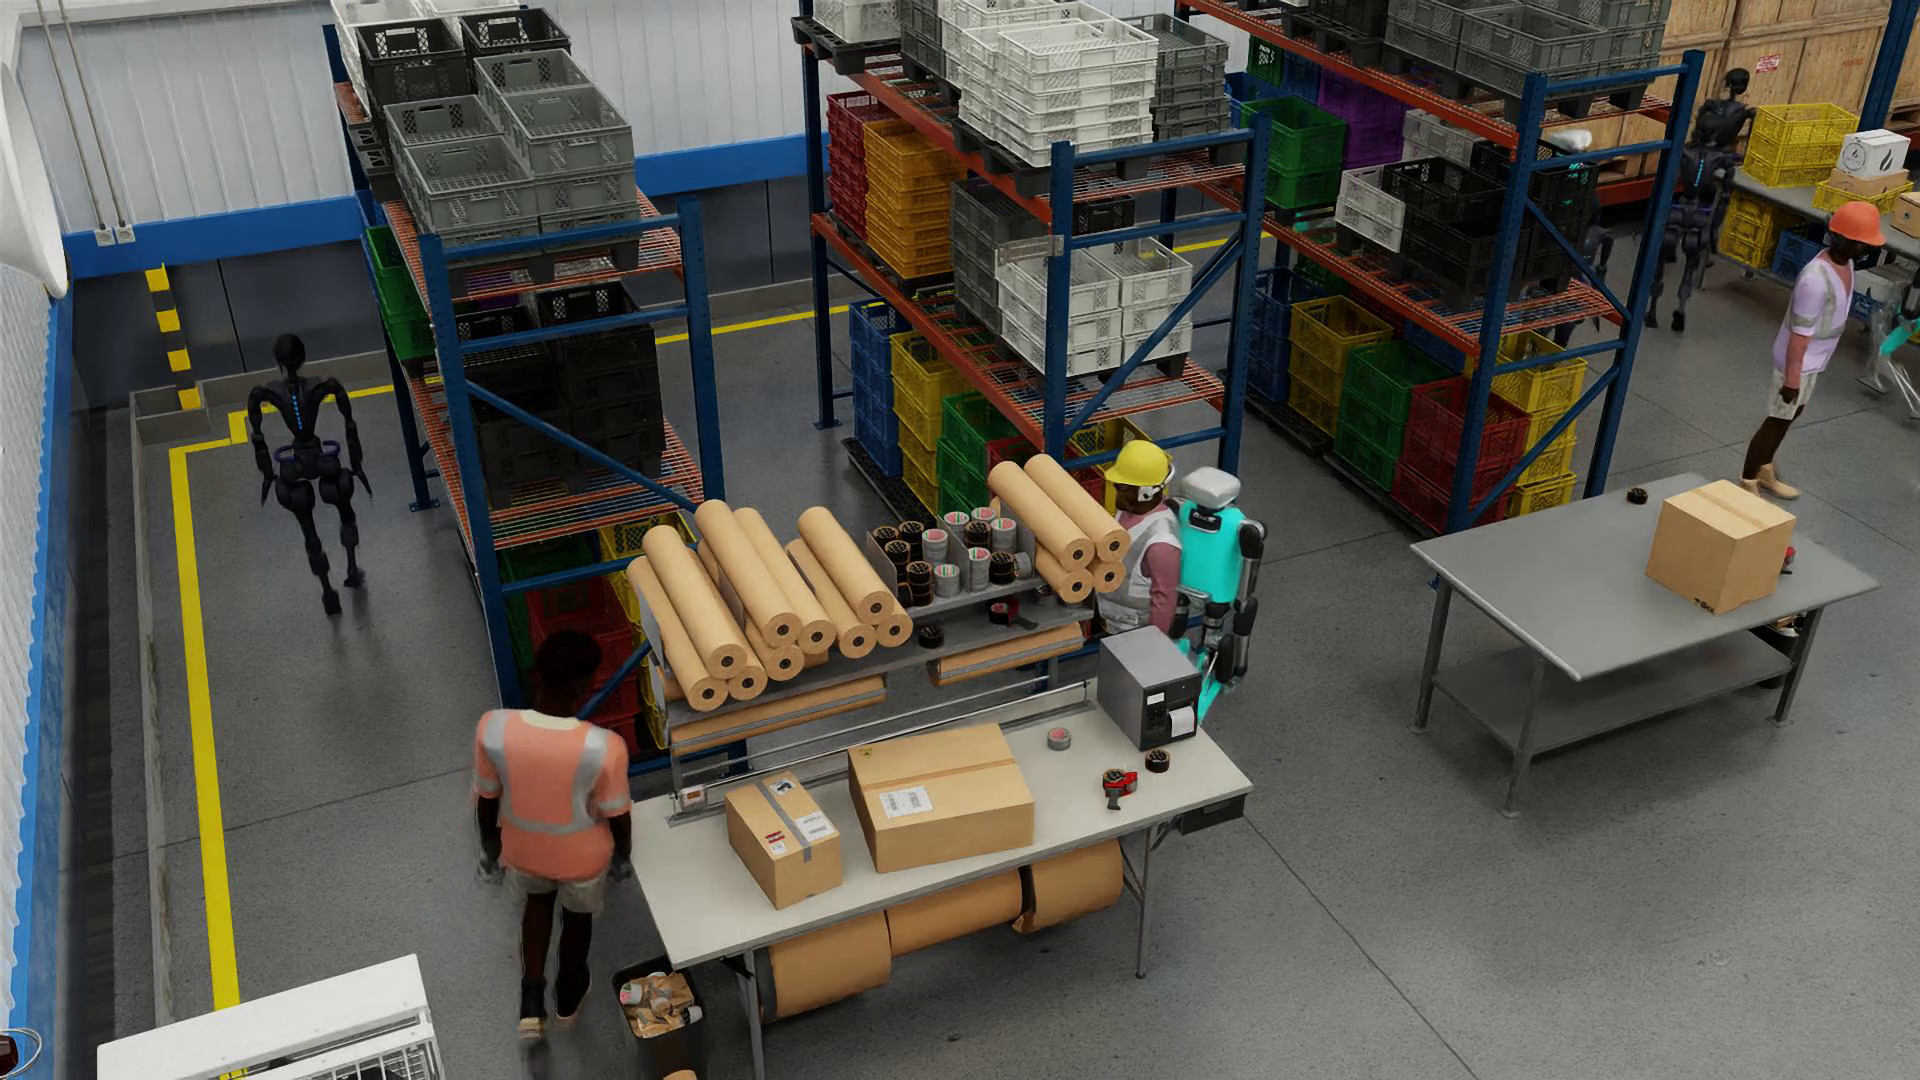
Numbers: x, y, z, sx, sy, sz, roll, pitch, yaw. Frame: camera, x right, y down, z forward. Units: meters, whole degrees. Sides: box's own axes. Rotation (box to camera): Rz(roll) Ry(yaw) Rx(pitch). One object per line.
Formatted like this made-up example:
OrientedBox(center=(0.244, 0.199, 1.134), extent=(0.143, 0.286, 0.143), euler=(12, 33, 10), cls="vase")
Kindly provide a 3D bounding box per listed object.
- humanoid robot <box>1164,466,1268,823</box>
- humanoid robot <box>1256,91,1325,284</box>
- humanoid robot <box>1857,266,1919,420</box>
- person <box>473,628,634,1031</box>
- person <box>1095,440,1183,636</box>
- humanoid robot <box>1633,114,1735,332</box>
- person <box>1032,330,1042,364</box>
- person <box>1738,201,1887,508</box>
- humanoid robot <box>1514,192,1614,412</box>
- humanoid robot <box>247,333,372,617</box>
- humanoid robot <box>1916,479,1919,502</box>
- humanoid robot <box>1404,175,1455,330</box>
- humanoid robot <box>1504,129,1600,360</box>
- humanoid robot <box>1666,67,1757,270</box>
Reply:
OrientedBox(center=(0.962, 0.603, 7.623), extent=(0.566, 1.795, 0.852), euler=(24, 39, 33), cls="humanoid robot")
OrientedBox(center=(2.755, -2.865, 13.263), extent=(0.947, 1.794, 0.563), euler=(1, 32, 2), cls="humanoid robot")
OrientedBox(center=(6.494, -1.661, 11.269), extent=(0.548, 1.734, 1.012), euler=(-11, 33, -17), cls="humanoid robot")
OrientedBox(center=(-1.545, 1.184, 6.456), extent=(0.649, 1.929, 0.466), euler=(4, 32, 7), cls="person")
OrientedBox(center=(0.827, 0.345, 7.918), extent=(0.404, 1.830, 0.601), euler=(-5, 32, -8), cls="person")
OrientedBox(center=(5.382, -2.331, 12.415), extent=(0.598, 1.646, 0.509), euler=(8, 32, 13), cls="humanoid robot")
OrientedBox(center=(0.247, -2.012, 11.806), extent=(0.918, 1.781, 0.677), euler=(10, 33, 15), cls="person")
OrientedBox(center=(5.143, -1.084, 10.059), extent=(0.423, 2.033, 0.608), euler=(25, 39, 34), cls="person")
OrientedBox(center=(4.041, -1.595, 11.229), extent=(0.601, 1.642, 0.400), euler=(-7, 32, -12), cls="humanoid robot")
OrientedBox(center=(-3.604, -0.372, 9.234), extent=(0.589, 1.649, 0.425), euler=(-10, 33, -16), cls="humanoid robot")
OrientedBox(center=(6.110, -0.896, 10.134), extent=(0.562, 1.902, 0.781), euler=(12, 34, 18), cls="humanoid robot")
OrientedBox(center=(3.368, -2.097, 12.034), extent=(0.612, 1.647, 0.378), euler=(-12, 34, -18), cls="humanoid robot")
OrientedBox(center=(4.115, -2.131, 12.005), extent=(0.531, 1.771, 0.656), euler=(-24, 39, -33), cls="humanoid robot")
OrientedBox(center=(6.109, -2.985, 13.470), extent=(0.463, 1.642, 0.599), euler=(-21, 37, -30), cls="humanoid robot")
